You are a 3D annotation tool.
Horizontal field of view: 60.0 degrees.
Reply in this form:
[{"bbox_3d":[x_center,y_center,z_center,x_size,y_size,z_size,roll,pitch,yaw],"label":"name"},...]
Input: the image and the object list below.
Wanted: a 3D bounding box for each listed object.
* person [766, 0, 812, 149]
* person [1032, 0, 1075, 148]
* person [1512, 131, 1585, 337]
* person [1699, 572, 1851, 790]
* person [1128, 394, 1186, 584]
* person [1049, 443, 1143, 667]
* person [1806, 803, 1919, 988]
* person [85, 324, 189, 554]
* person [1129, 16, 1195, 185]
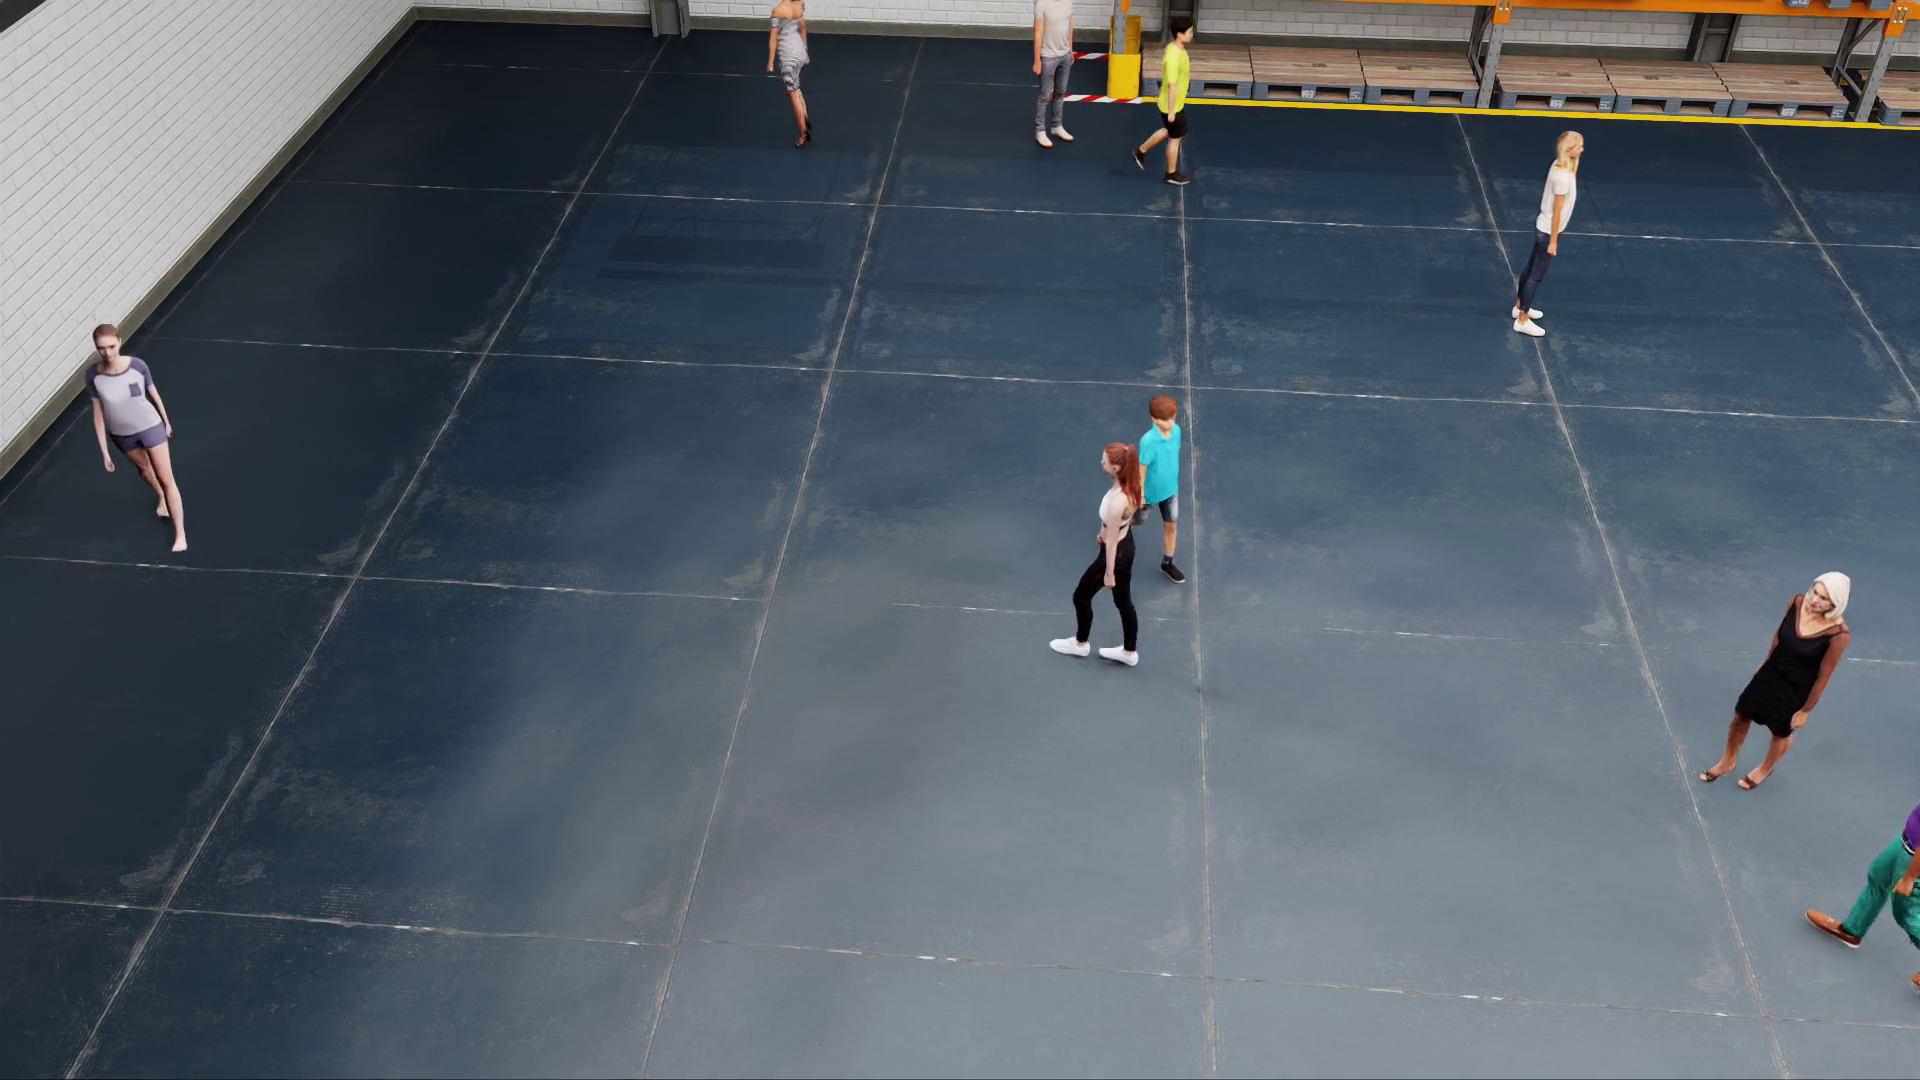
[{"bbox_3d":[-1.626,-4.824,16.838,0.727,1.812,0.698,22,43,25],"label":"person"},{"bbox_3d":[0.946,-4.958,16.945,0.742,1.889,0.801,-27,46,-30],"label":"person"},{"bbox_3d":[4.974,-2.615,14.075,0.533,1.808,0.632,8,39,10],"label":"person"},{"bbox_3d":[4.959,0.831,9.822,0.811,1.731,0.770,-13,40,-16],"label":"person"},{"bbox_3d":[1.335,-0.418,11.631,0.952,1.426,0.942,-21,43,-24],"label":"person"},{"bbox_3d":[1.088,0.128,10.704,0.904,1.729,0.753,13,40,15],"label":"person"},{"bbox_3d":[5.150,1.711,8.716,1.048,1.738,1.179,-31,48,-33],"label":"person"},{"bbox_3d":[-5.886,-0.824,11.902,1.123,1.722,0.919,-9,40,-12],"label":"person"},{"bbox_3d":[2.004,-4.302,16.280,0.839,1.694,0.614,3,39,4],"label":"person"}]
